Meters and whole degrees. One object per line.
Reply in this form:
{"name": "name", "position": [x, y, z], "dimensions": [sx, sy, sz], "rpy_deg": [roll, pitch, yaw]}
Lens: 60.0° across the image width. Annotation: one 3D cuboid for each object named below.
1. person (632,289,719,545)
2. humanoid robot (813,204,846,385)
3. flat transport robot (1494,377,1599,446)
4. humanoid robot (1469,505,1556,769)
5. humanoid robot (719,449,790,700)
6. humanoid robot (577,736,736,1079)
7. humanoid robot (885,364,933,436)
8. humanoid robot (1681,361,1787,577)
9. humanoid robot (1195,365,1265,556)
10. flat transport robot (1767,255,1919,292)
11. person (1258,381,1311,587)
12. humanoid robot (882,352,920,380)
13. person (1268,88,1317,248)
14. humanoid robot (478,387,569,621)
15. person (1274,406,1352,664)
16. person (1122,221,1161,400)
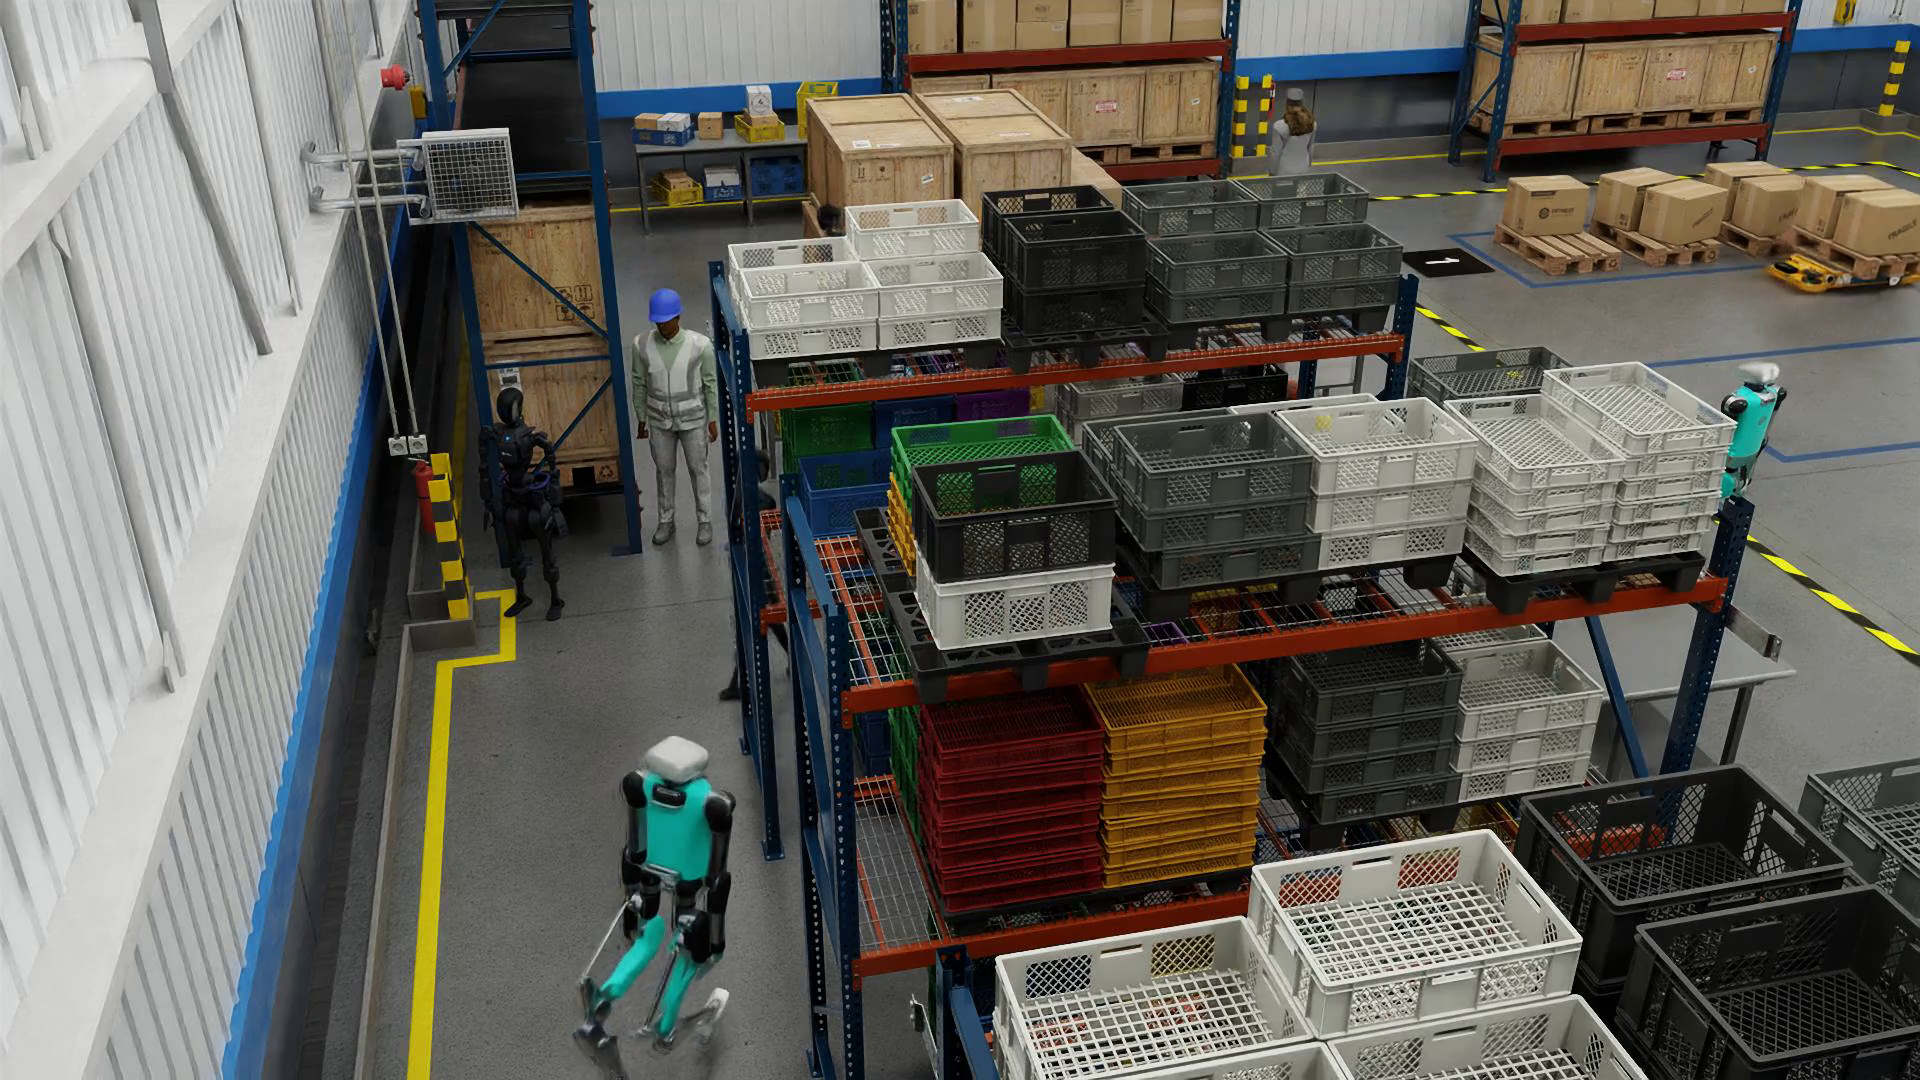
{"name": "person", "position": [-2.029, -0.873, 11.902], "dimensions": [0.613, 1.945, 0.401], "rpy_deg": [2, 28, 3]}
{"name": "humanoid robot", "position": [-1.036, -2.093, 14.520], "dimensions": [0.510, 1.629, 0.614], "rpy_deg": [13, 30, 23]}
{"name": "flat transport robot", "position": [4.780, -1.036, 14.013], "dimensions": [0.659, 0.231, 1.431], "rpy_deg": [-6, 28, -12]}
{"name": "humanoid robot", "position": [3.184, 0.585, 9.360], "dimensions": [0.539, 1.756, 0.915], "rpy_deg": [-15, 31, -26]}
{"name": "humanoid robot", "position": [-1.195, 0.202, 10.183], "dimensions": [0.699, 1.631, 0.587], "rpy_deg": [-9, 29, -17]}
{"name": "humanoid robot", "position": [-1.337, 1.776, 7.138], "dimensions": [0.531, 1.714, 1.071], "rpy_deg": [12, 30, 22]}
{"name": "humanoid robot", "position": [-0.600, -0.260, 10.997], "dimensions": [0.839, 1.787, 0.583], "rpy_deg": [-19, 33, -32]}
{"name": "humanoid robot", "position": [5.022, -0.487, 11.248], "dimensions": [0.533, 1.681, 0.735], "rpy_deg": [-15, 31, -27]}
{"name": "humanoid robot", "position": [1.807, -0.501, 11.482], "dimensions": [0.482, 1.649, 0.599], "rpy_deg": [-12, 30, -22]}
{"name": "flat transport robot", "position": [9.302, -2.846, 17.416], "dimensions": [1.431, 0.197, 0.652], "rpy_deg": [-6, 28, -12]}
{"name": "person", "position": [2.053, -0.120, 10.540], "dimensions": [0.582, 1.883, 0.347], "rpy_deg": [-19, 33, -32]}
{"name": "humanoid robot", "position": [-0.202, -0.627, 11.592], "dimensions": [0.701, 1.731, 0.535], "rpy_deg": [-16, 32, -27]}
{"name": "person", "position": [3.574, -3.995, 18.017], "dimensions": [0.570, 1.766, 0.397], "rpy_deg": [-13, 31, -23]}
{"name": "humanoid robot", "position": [-2.866, -0.234, 10.961], "dimensions": [0.599, 1.659, 0.315], "rpy_deg": [6, 28, 11]}
{"name": "person", "position": [2.153, 0.042, 10.299], "dimensions": [0.593, 1.824, 0.403], "rpy_deg": [-3, 28, -5]}
{"name": "person", "position": [1.412, -1.563, 13.113], "dimensions": [0.385, 2.039, 0.613], "rpy_deg": [-6, 28, -11]}
